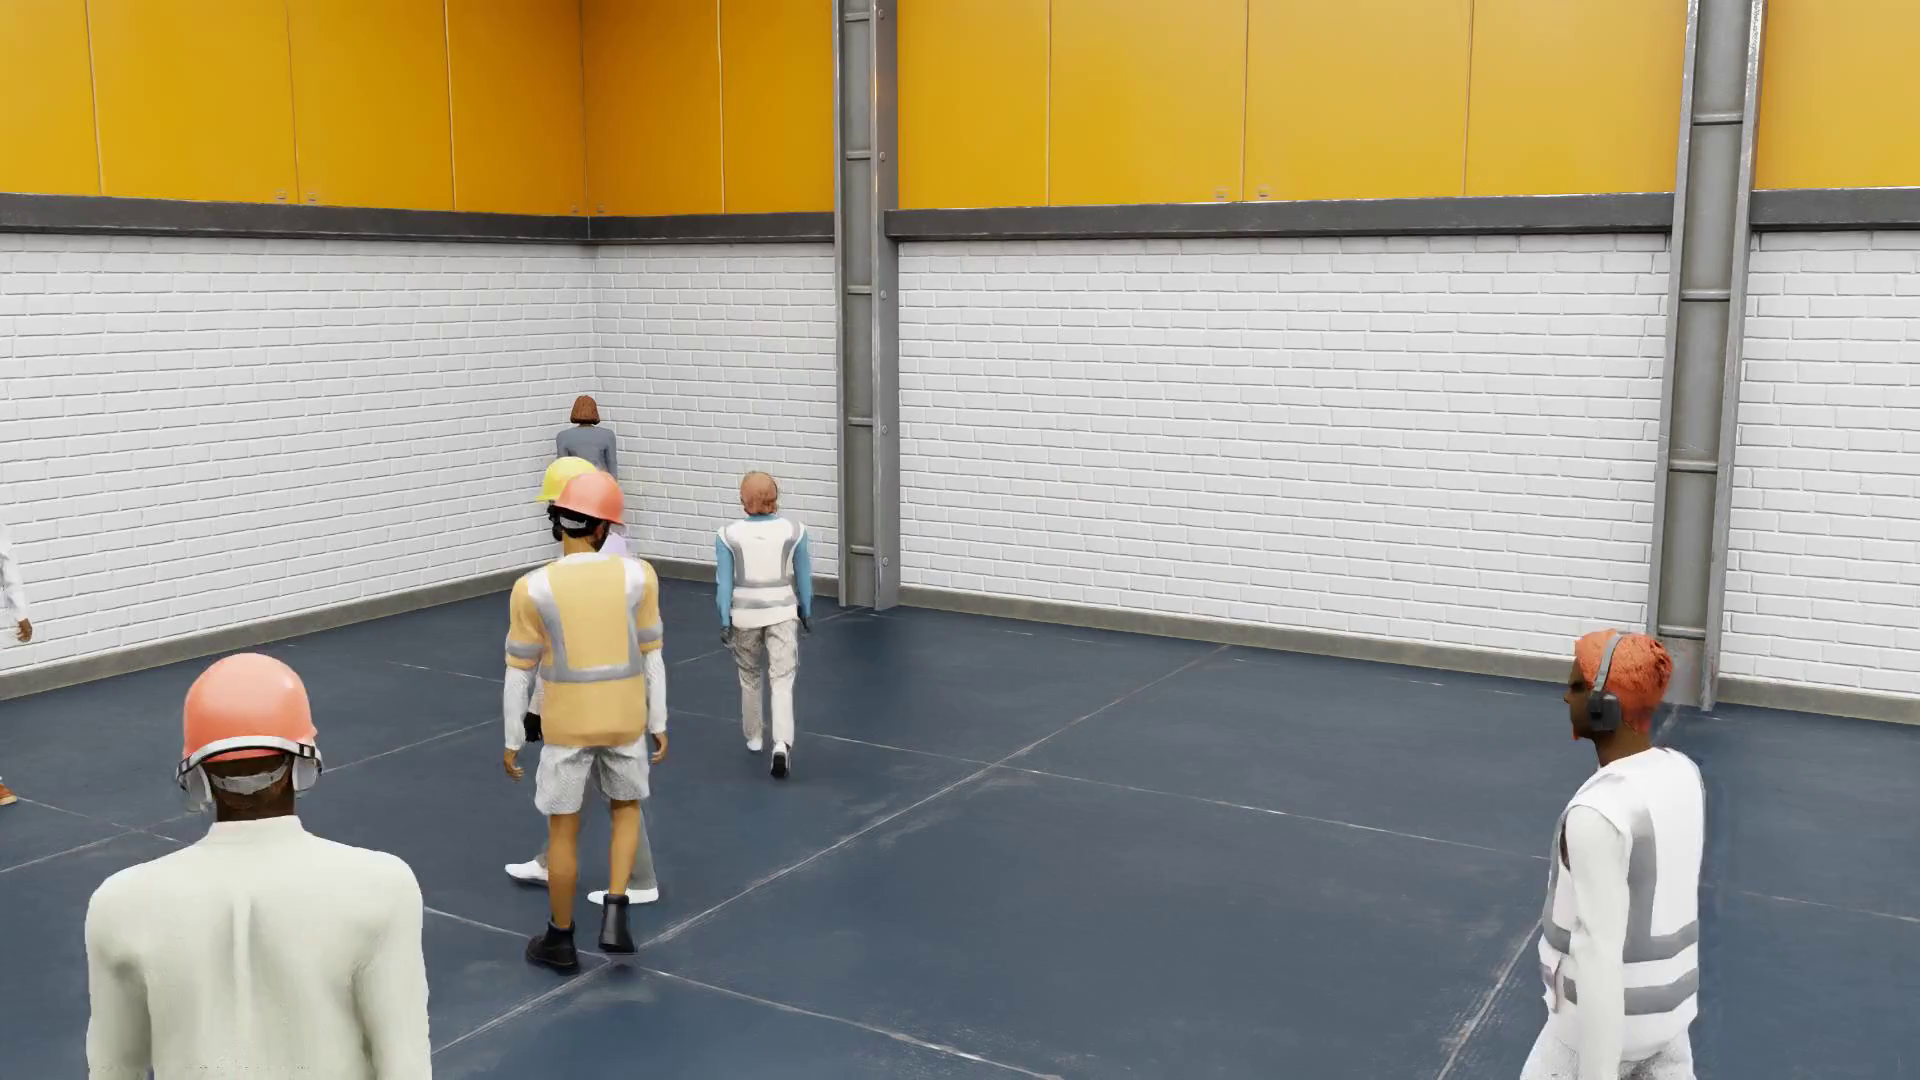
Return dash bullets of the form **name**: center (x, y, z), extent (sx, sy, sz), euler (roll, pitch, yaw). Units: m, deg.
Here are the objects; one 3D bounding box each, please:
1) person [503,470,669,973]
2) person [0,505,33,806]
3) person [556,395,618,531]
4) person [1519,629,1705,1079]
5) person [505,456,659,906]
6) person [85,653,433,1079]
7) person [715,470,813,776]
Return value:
- **person**: center (-1.407, 0.697, 6.251), extent (0.623, 1.912, 0.421), euler (-4, 10, -22)
- **person**: center (-5.141, 0.385, 8.453), extent (0.975, 1.846, 0.640), euler (6, 11, 32)
- **person**: center (-3.123, -0.396, 13.958), extent (0.501, 1.633, 0.283), euler (-3, 9, -16)
- **person**: center (1.570, 1.115, 3.941), extent (0.586, 1.837, 1.007), euler (-8, 12, -41)
- **person**: center (-1.647, 0.604, 6.916), extent (0.839, 1.896, 0.590), euler (1, 9, 3)
- **person**: center (-1.322, 1.176, 3.193), extent (0.634, 1.933, 1.080), euler (-2, 9, -13)
- **person**: center (-1.042, 0.431, 8.897), extent (0.517, 1.613, 0.809), euler (-1, 9, -8)
